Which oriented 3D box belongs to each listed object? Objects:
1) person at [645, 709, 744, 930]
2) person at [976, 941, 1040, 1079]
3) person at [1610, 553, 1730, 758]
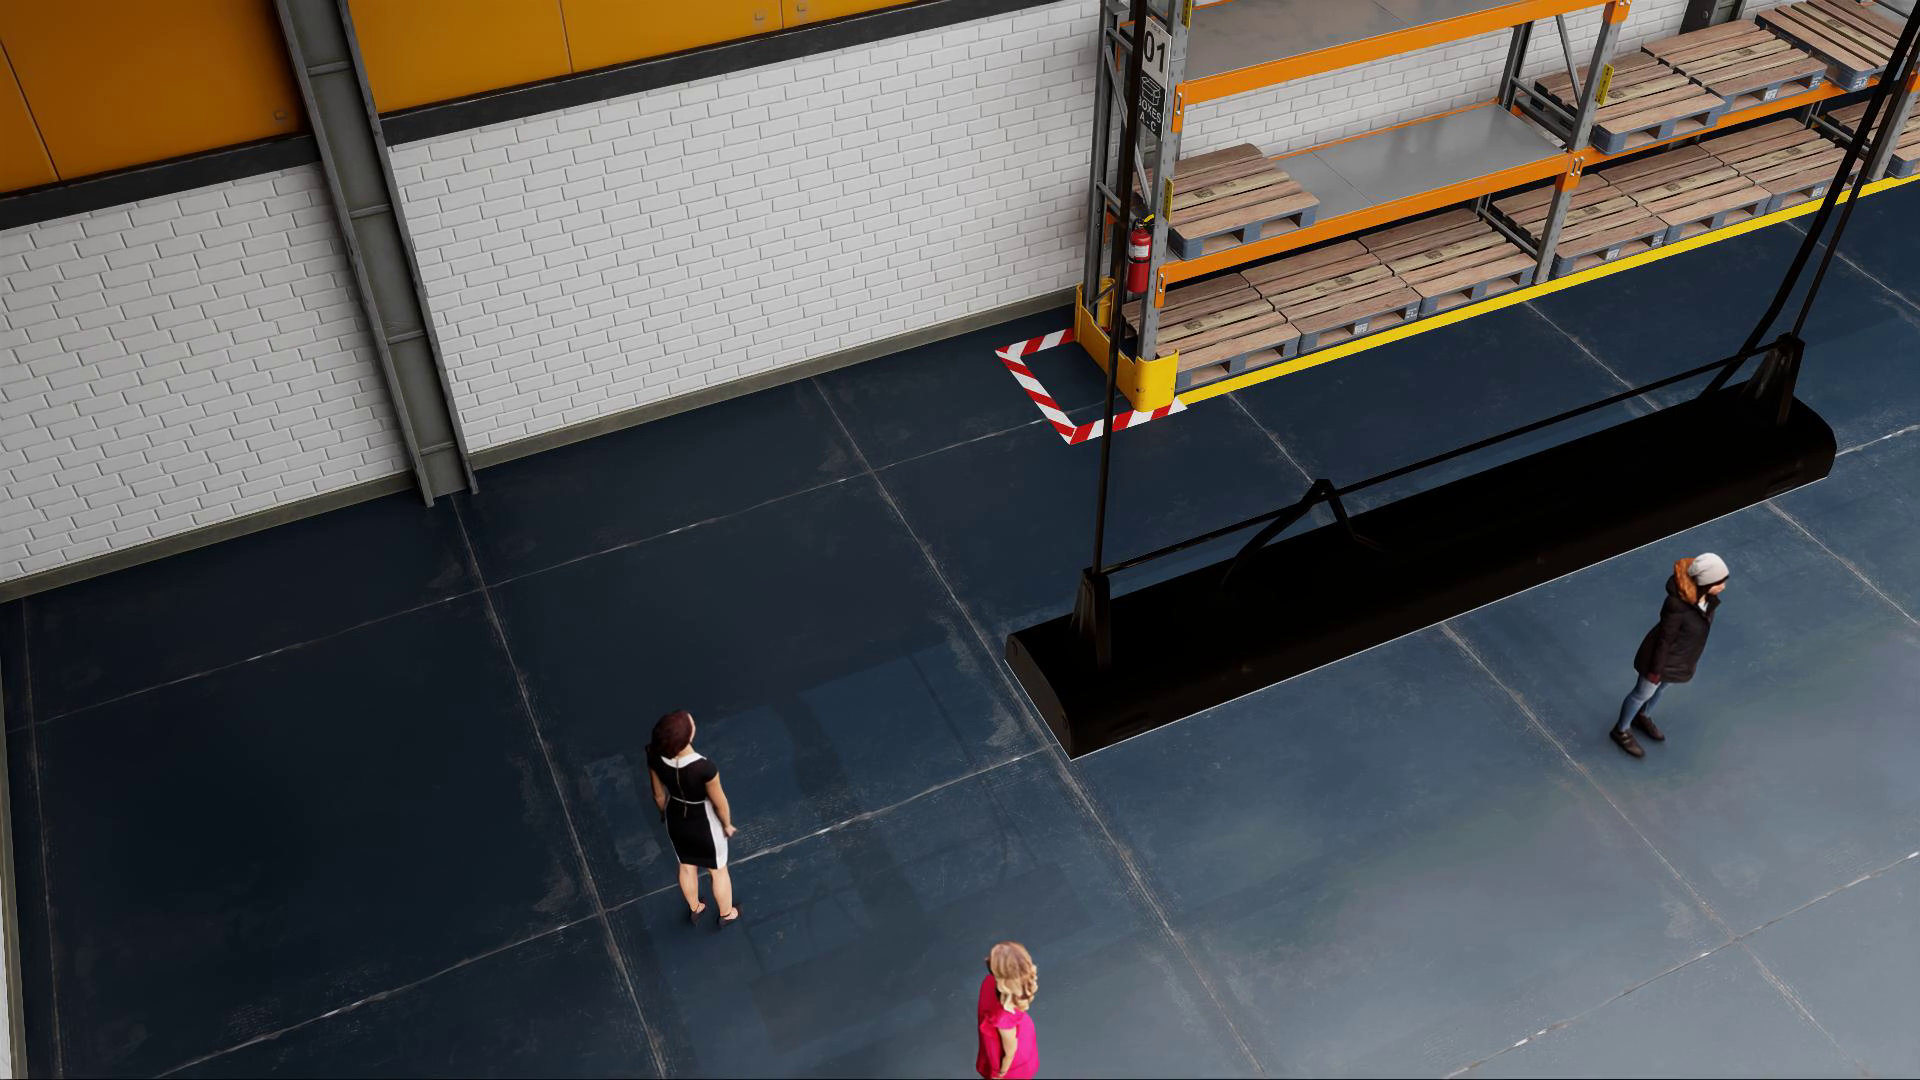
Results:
[{"bbox_3d":[-1.476,1.589,9.271,0.635,1.795,0.703,13,45,13],"label":"person"},{"bbox_3d":[0.255,2.523,8.339,0.696,1.728,0.663,6,44,6],"label":"person"},{"bbox_3d":[4.405,0.684,10.336,0.606,1.636,0.737,-28,50,-26],"label":"person"}]
